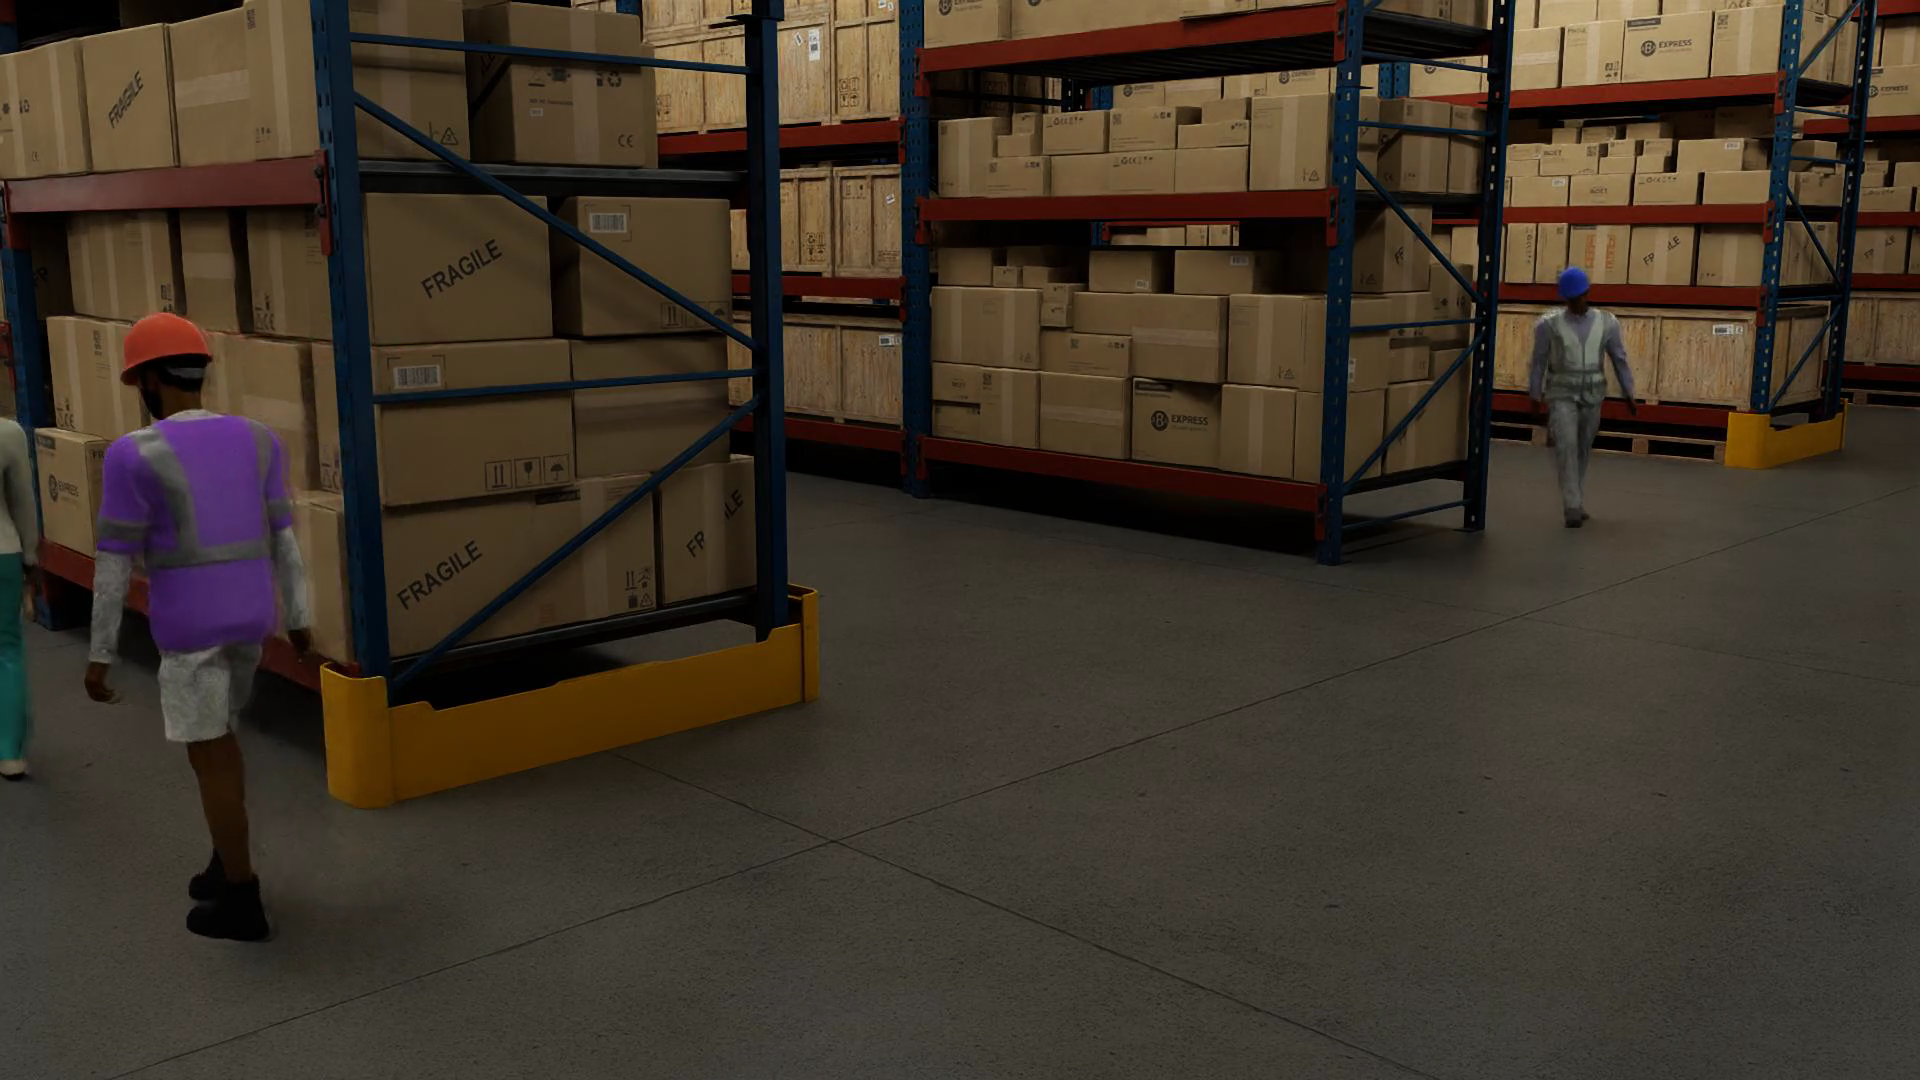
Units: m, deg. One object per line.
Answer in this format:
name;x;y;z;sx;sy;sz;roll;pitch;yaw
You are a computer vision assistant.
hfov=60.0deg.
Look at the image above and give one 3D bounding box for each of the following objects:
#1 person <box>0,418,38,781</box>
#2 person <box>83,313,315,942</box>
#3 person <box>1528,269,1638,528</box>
person;-3.921;0.072;6.542;0.625;1.743;0.551;9;14;41
person;-2.316;0.266;5.092;0.614;1.892;0.678;6;12;30
person;4.568;-1.028;12.187;0.690;1.873;0.961;0;10;2
